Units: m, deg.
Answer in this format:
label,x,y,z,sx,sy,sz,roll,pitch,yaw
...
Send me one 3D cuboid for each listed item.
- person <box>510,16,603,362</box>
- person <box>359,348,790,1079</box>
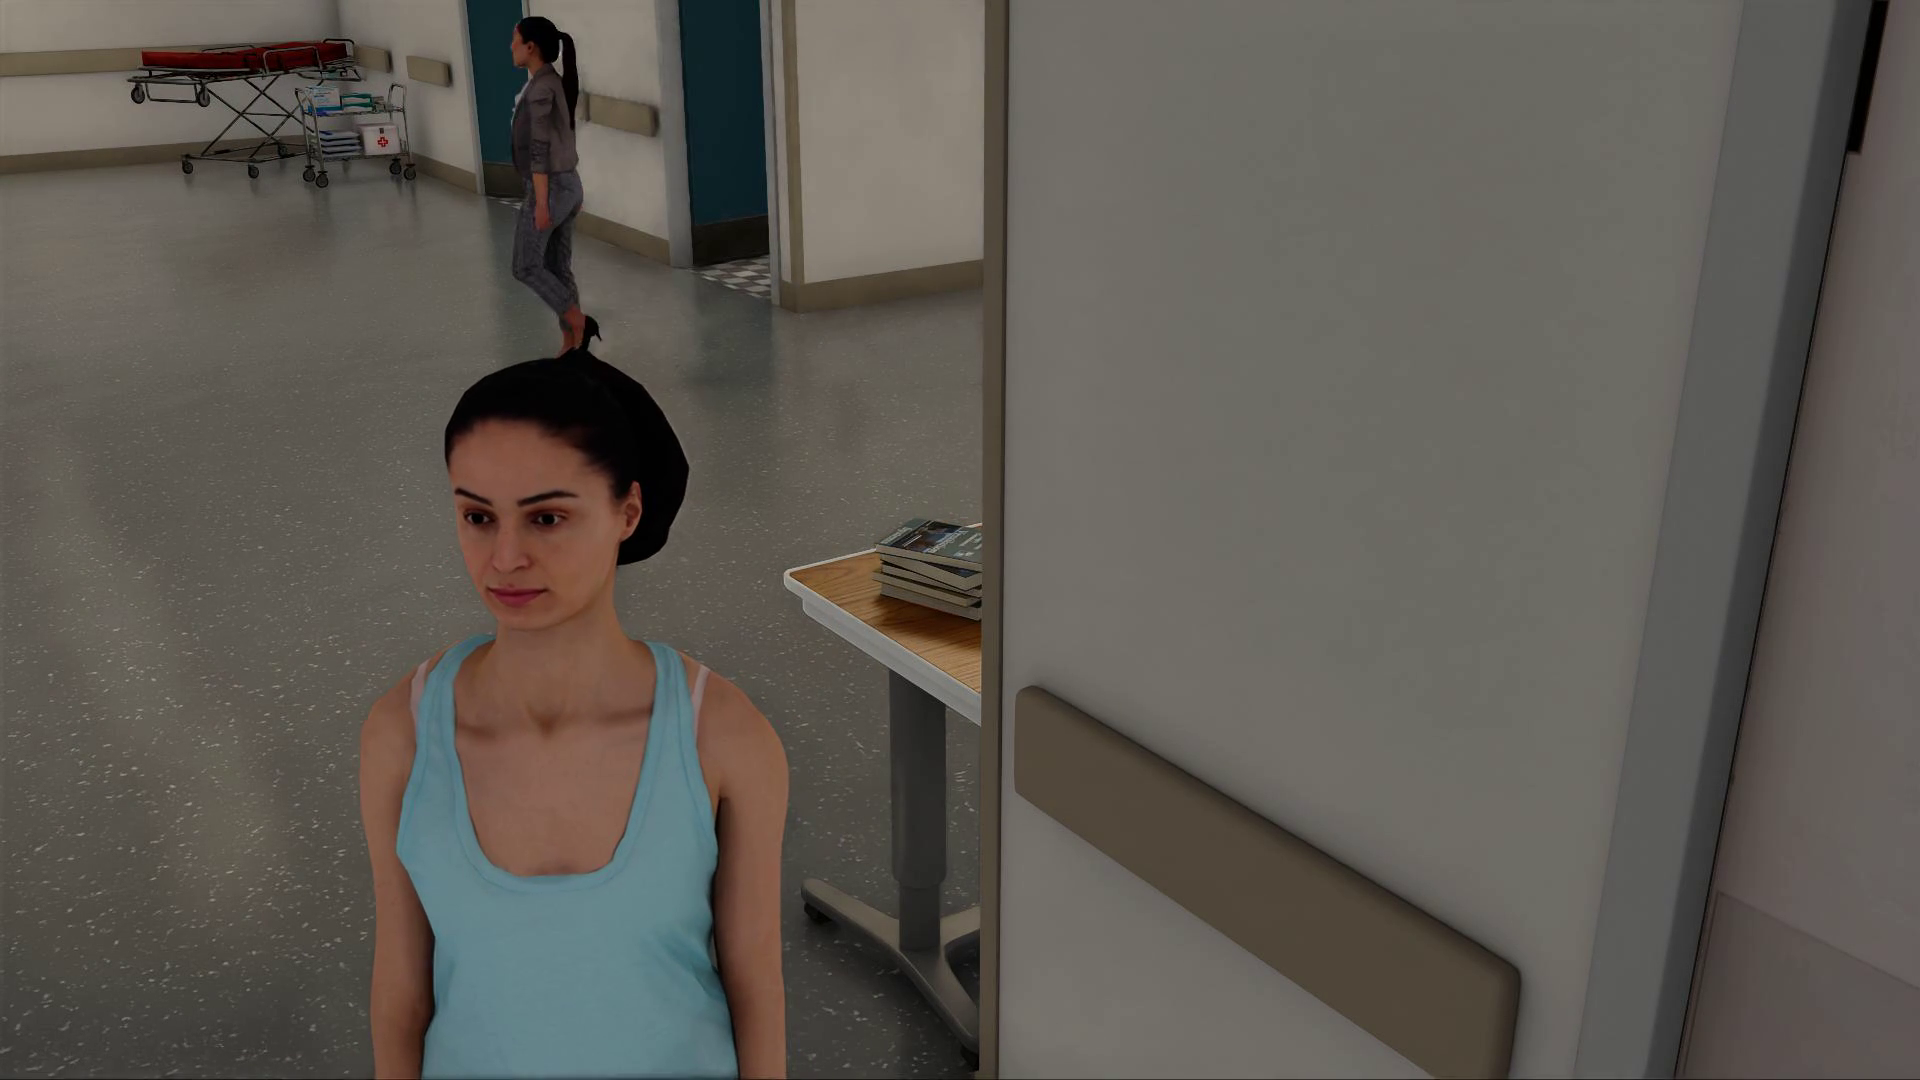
label,x,y,z,sx,sy,sz,roll,pitch,yaw
person,-1.854,-1.598,7.876,0.813,1.659,0.736,1,21,2
person,-0.375,0.676,1.723,0.697,1.765,0.741,-1,21,-2
